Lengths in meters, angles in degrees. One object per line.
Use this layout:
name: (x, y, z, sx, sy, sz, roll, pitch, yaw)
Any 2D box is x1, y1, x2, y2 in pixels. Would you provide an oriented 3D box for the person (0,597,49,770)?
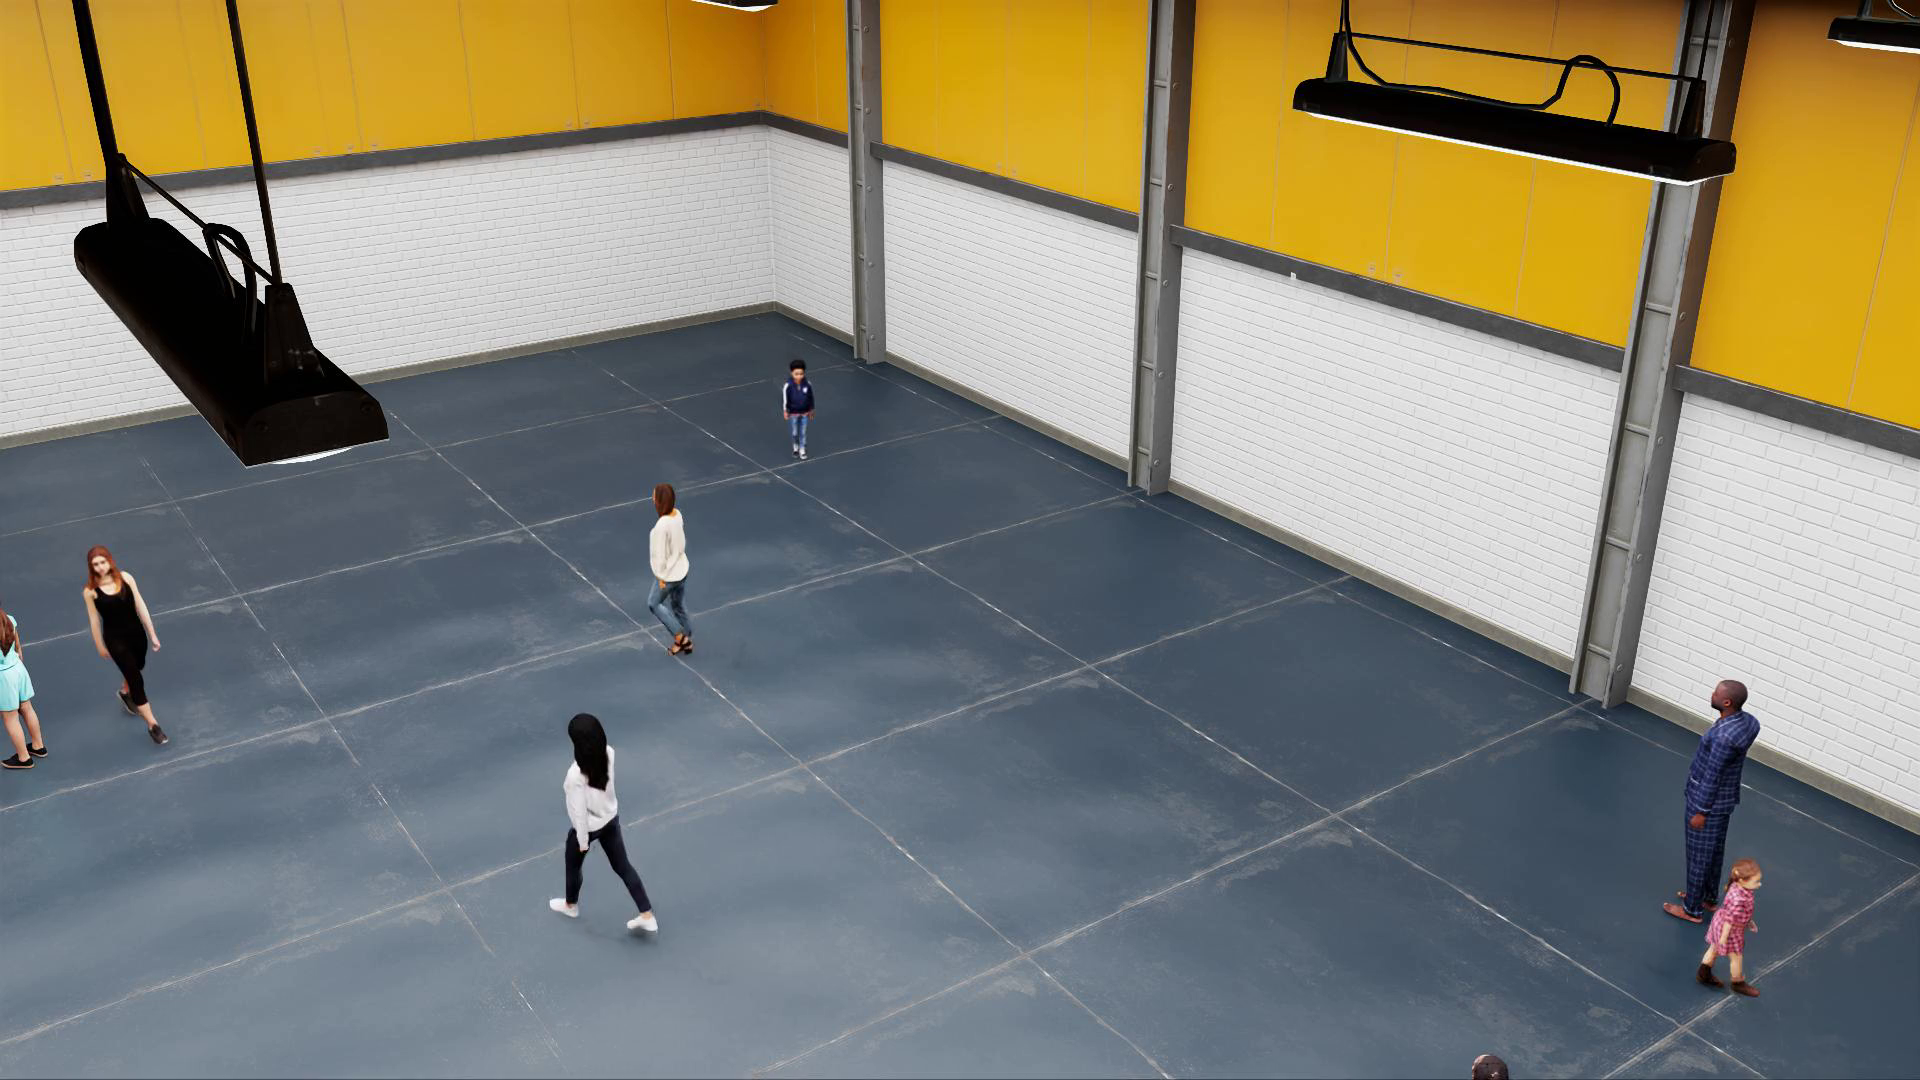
person: (-7.620, 1.090, 13.289, 0.704, 1.558, 0.645, 4, 24, 10)

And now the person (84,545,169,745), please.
person: (-6.943, 0.806, 13.784, 1.233, 1.684, 0.774, 19, 30, 36)

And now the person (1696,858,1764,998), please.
person: (4.955, 2.481, 10.800, 0.672, 1.005, 0.572, 11, 26, 23)

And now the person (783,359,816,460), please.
person: (-1.924, -1.576, 19.812, 0.590, 1.219, 0.591, -6, 24, -13)

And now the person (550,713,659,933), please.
person: (-2.377, 1.945, 11.209, 1.202, 1.659, 0.948, 12, 26, 25)

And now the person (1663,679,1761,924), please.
person: (5.163, 1.779, 11.388, 0.671, 1.819, 0.711, 19, 30, 37)

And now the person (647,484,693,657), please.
person: (-2.524, 0.294, 14.972, 0.784, 1.670, 0.737, 6, 24, 13)
